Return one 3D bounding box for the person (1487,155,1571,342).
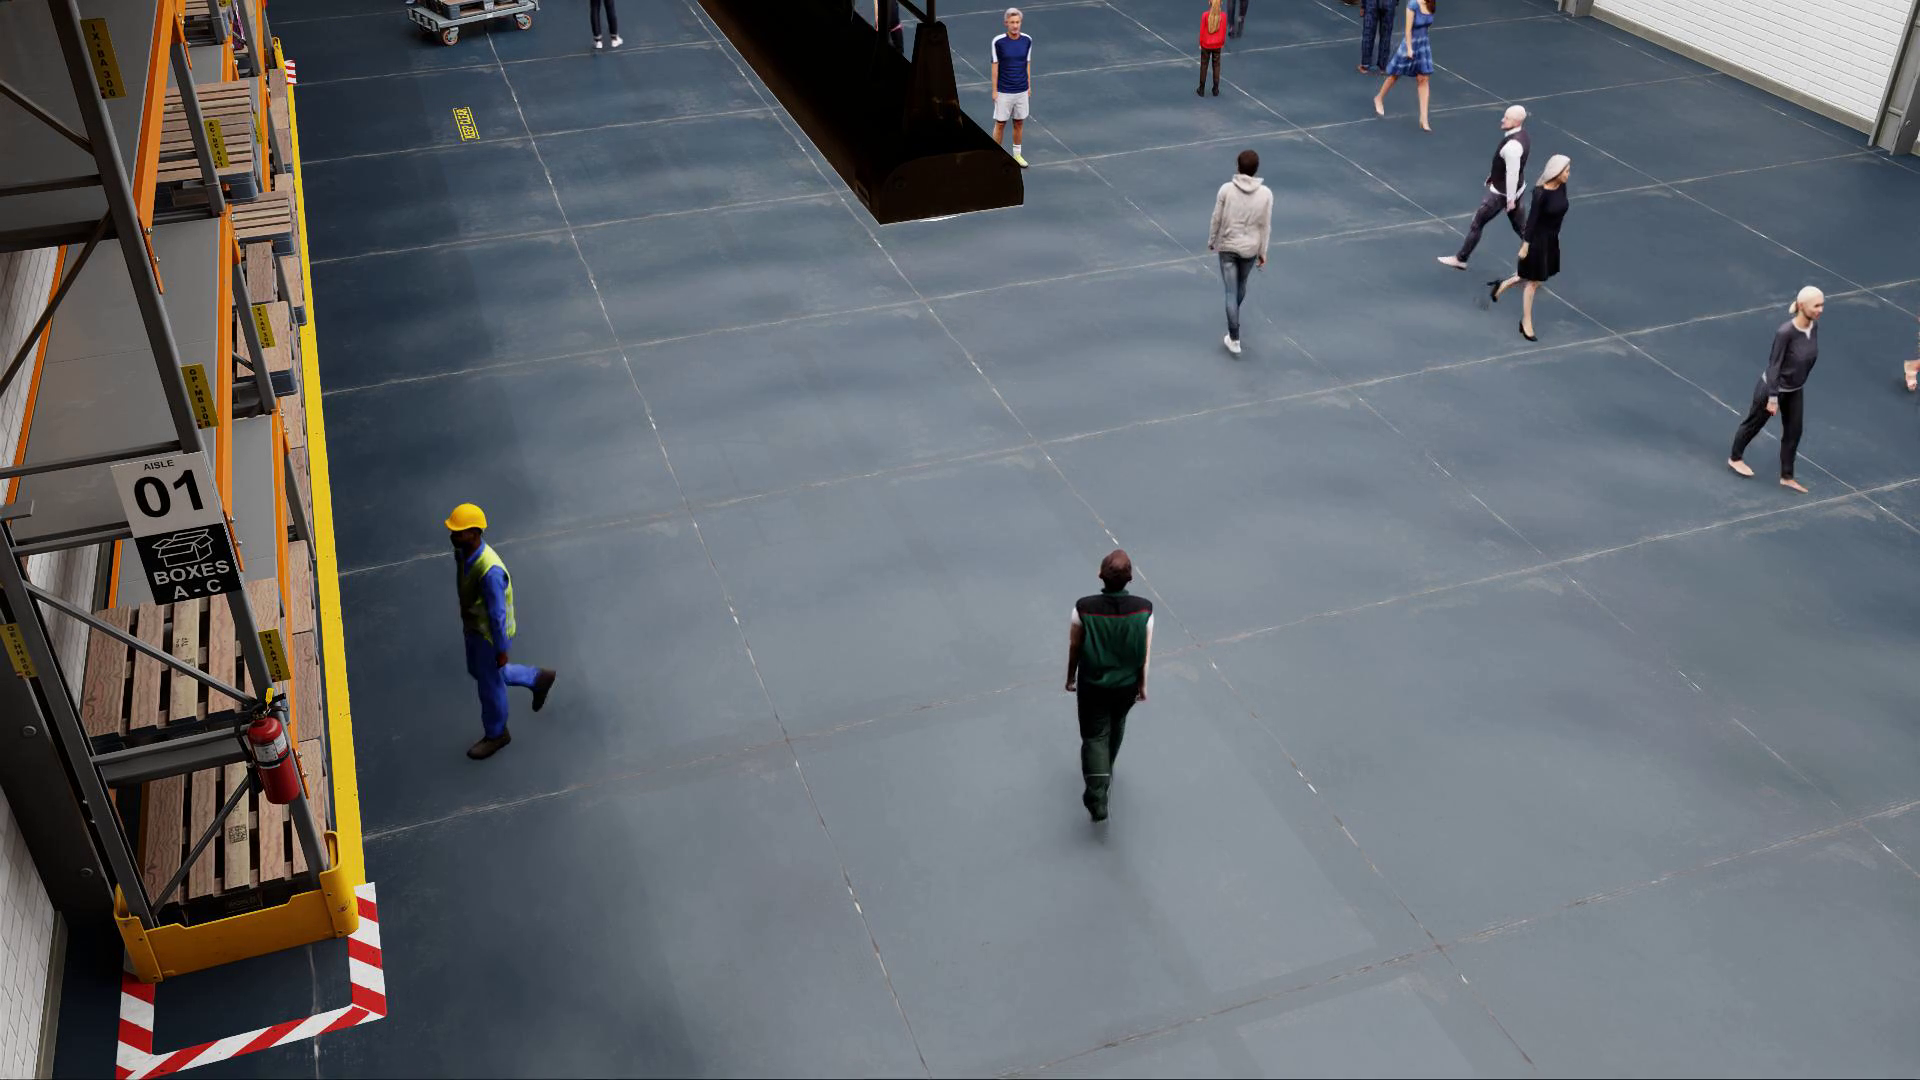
[{"bbox_3d":[5.338,-2.759,15.455,0.794,1.735,0.995,-21,39,-29],"label":"person"}]

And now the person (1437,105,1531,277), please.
[{"bbox_3d":[5.448,-3.358,16.328,1.363,1.766,1.229,18,38,25],"label":"person"}]

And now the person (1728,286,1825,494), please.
[{"bbox_3d":[6.462,-1.257,13.231,0.692,1.696,0.934,-15,36,-21],"label":"person"}]

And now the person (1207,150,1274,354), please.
[{"bbox_3d":[2.536,-2.589,15.130,0.957,1.812,1.299,-1,34,-1],"label":"person"}]

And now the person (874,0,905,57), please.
[{"bbox_3d":[-0.994,-6.691,21.568,0.823,1.517,1.111,-26,41,-33],"label":"person"}]

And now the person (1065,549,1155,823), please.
[{"bbox_3d":[0.885,0.875,9.914,0.904,1.817,1.187,0,34,0],"label":"person"}]

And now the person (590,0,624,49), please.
[{"bbox_3d":[-4.942,-7.668,22.766,0.796,1.817,0.723,0,34,0],"label":"person"}]

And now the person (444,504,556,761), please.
[{"bbox_3d":[-2.899,0.538,10.439,0.936,1.796,0.999,-26,42,-34],"label":"person"}]

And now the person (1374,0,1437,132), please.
[{"bbox_3d":[5.416,-5.891,20.143,0.758,1.762,1.200,-17,37,-24],"label":"person"}]

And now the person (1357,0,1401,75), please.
[{"bbox_3d":[5.527,-7.051,21.837,0.752,1.818,0.752,1,34,2],"label":"person"}]

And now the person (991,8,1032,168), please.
[{"bbox_3d":[0.582,-5.157,18.969,0.621,1.839,0.535,-11,35,-17],"label":"person"}]

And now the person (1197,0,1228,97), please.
[{"bbox_3d":[3.216,-6.327,21.233,0.535,1.282,0.554,-2,34,-3],"label":"person"}]

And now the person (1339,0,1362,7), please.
[{"bbox_3d":[5.843,-8.835,24.565,0.496,1.769,0.725,28,43,35],"label":"person"}]
